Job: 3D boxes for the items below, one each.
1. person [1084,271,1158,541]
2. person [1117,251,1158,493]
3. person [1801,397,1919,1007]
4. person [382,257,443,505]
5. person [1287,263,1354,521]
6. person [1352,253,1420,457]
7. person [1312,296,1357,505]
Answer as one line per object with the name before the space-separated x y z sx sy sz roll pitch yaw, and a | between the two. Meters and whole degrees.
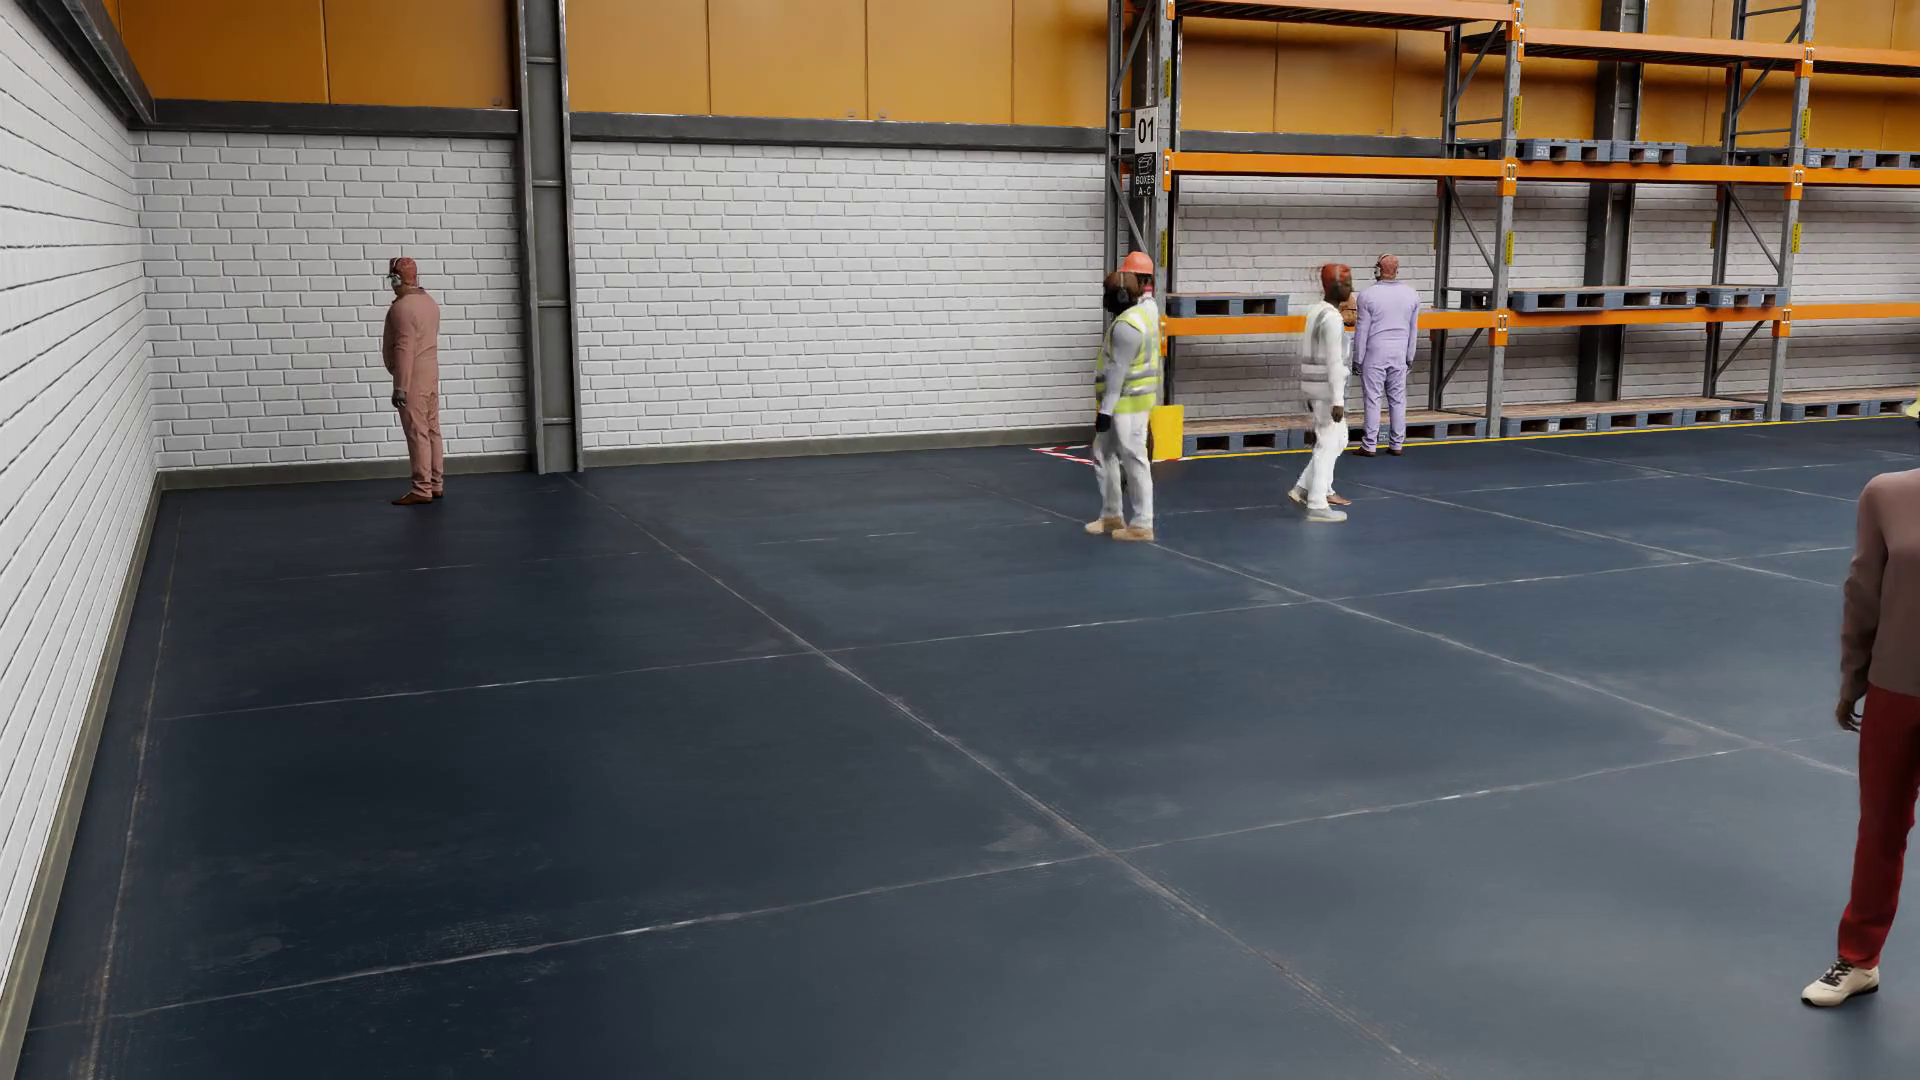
person | 1.048 -0.897 11.258 0.636 1.820 0.630 1 10 8
person | 1.416 -1.353 13.472 0.350 1.942 0.545 -2 10 -11
person | 2.485 0.400 4.206 0.329 1.765 0.526 -8 13 -38
person | -4.247 -1.223 12.865 0.403 1.904 0.637 1 10 4
person | 2.671 -1.056 12.014 0.415 1.869 0.611 0 10 0
person | 3.983 -1.733 15.676 0.641 1.913 0.407 -3 11 -15
person | 2.907 -1.087 12.889 0.287 1.628 0.502 0 10 -3
